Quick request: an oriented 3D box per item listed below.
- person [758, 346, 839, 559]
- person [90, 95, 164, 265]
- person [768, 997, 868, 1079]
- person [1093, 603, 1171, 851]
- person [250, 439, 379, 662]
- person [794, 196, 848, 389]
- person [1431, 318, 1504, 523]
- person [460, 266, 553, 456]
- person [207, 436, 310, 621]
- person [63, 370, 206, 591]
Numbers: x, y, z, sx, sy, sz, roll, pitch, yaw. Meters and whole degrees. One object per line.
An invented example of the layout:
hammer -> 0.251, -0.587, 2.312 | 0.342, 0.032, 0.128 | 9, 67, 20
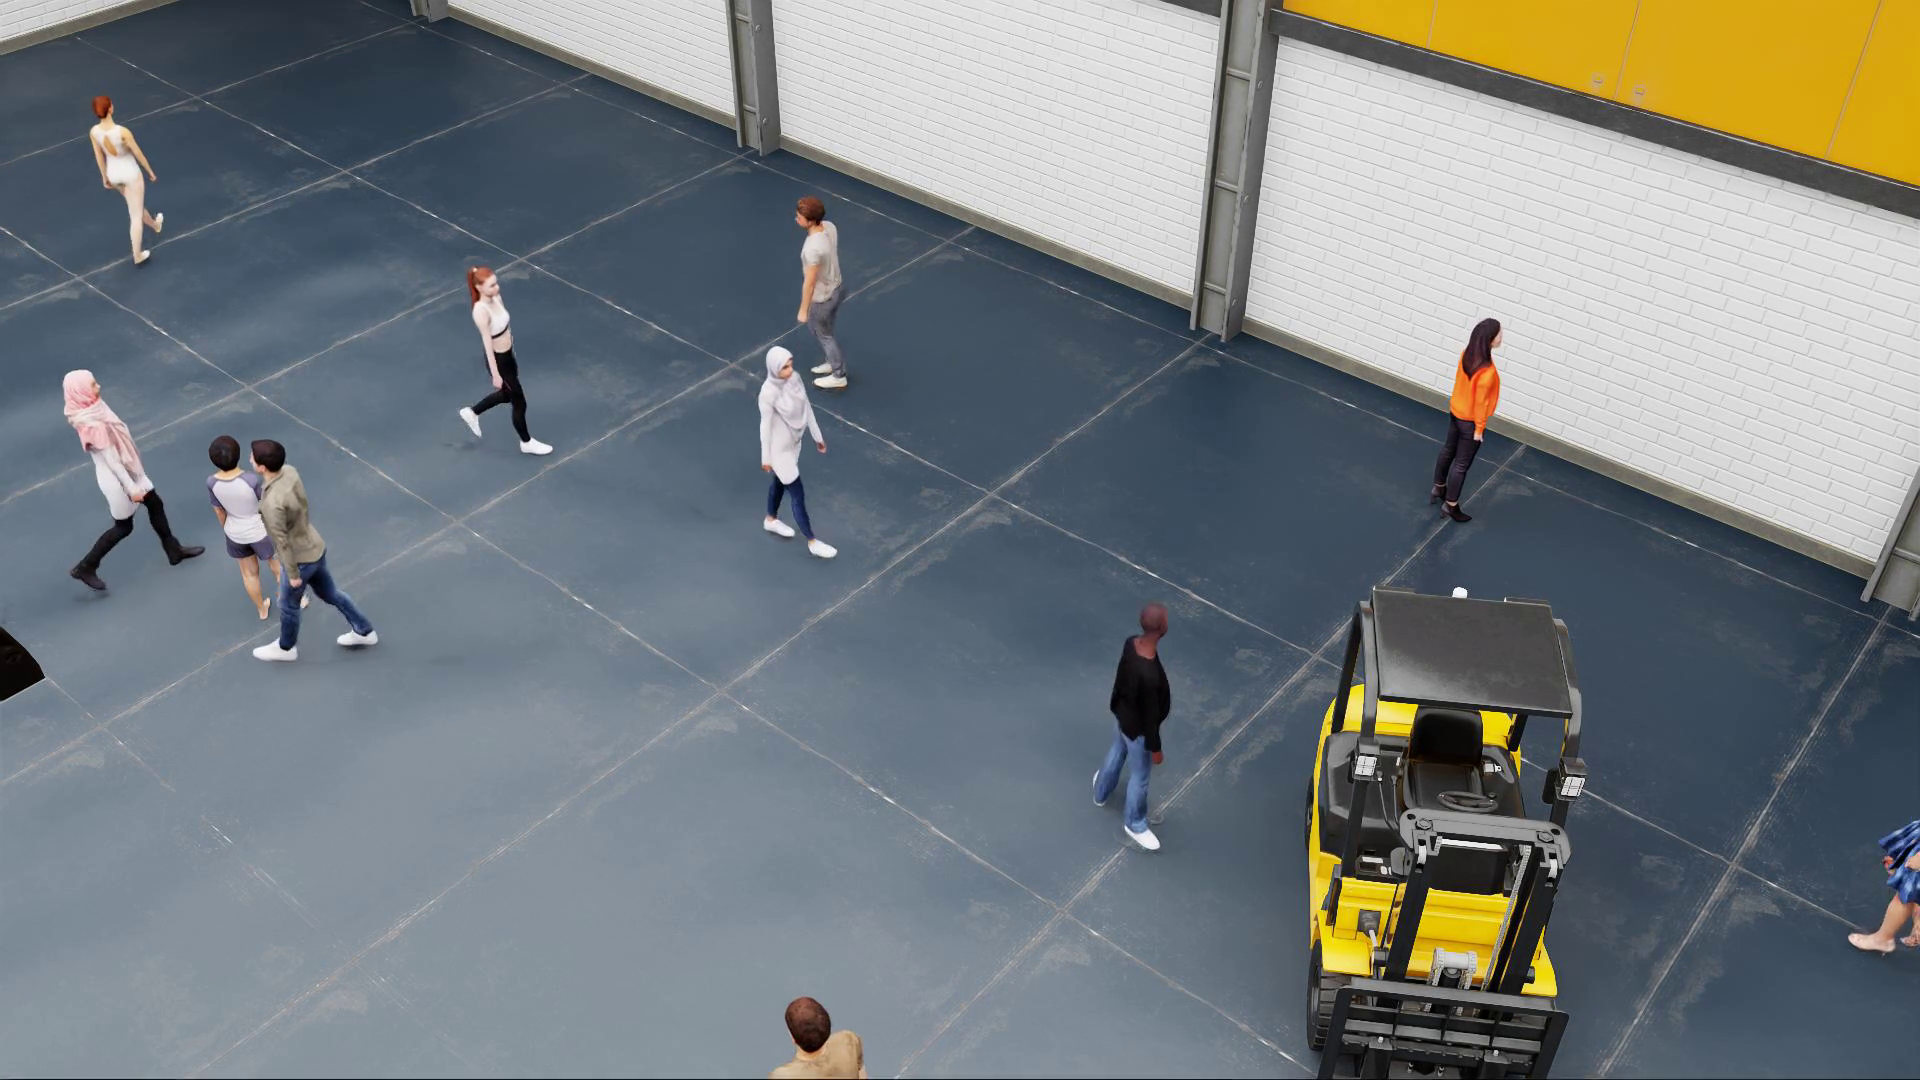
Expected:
person -> -1.383, -0.712, 12.461 | 1.027, 1.749, 0.750 | 18, 42, 21
person -> -8.047, -3.427, 15.984 | 1.059, 1.595, 1.035 | 2, 39, 3
person -> -0.616, 2.888, 7.908 | 0.814, 1.804, 1.255 | -28, 46, -30
person -> 1.078, 1.149, 10.148 | 0.980, 1.728, 0.846 | 0, 39, -1
person -> -4.436, 0.096, 11.388 | 1.199, 1.826, 1.117 | -1, 39, -2
person -> -1.118, -2.090, 14.087 | 0.795, 1.872, 0.788 | 11, 40, 13
person -> 3.892, -0.942, 12.749 | 0.762, 1.749, 0.700 | -3, 39, -4
person -> -3.766, -1.418, 13.364 | 1.076, 1.726, 0.907 | 5, 39, 7
person -> -5.036, -0.085, 11.822 | 0.644, 1.566, 0.703 | -3, 39, -4
person -> -6.187, -0.395, 12.044 | 0.987, 1.773, 1.171 | -18, 42, -22
